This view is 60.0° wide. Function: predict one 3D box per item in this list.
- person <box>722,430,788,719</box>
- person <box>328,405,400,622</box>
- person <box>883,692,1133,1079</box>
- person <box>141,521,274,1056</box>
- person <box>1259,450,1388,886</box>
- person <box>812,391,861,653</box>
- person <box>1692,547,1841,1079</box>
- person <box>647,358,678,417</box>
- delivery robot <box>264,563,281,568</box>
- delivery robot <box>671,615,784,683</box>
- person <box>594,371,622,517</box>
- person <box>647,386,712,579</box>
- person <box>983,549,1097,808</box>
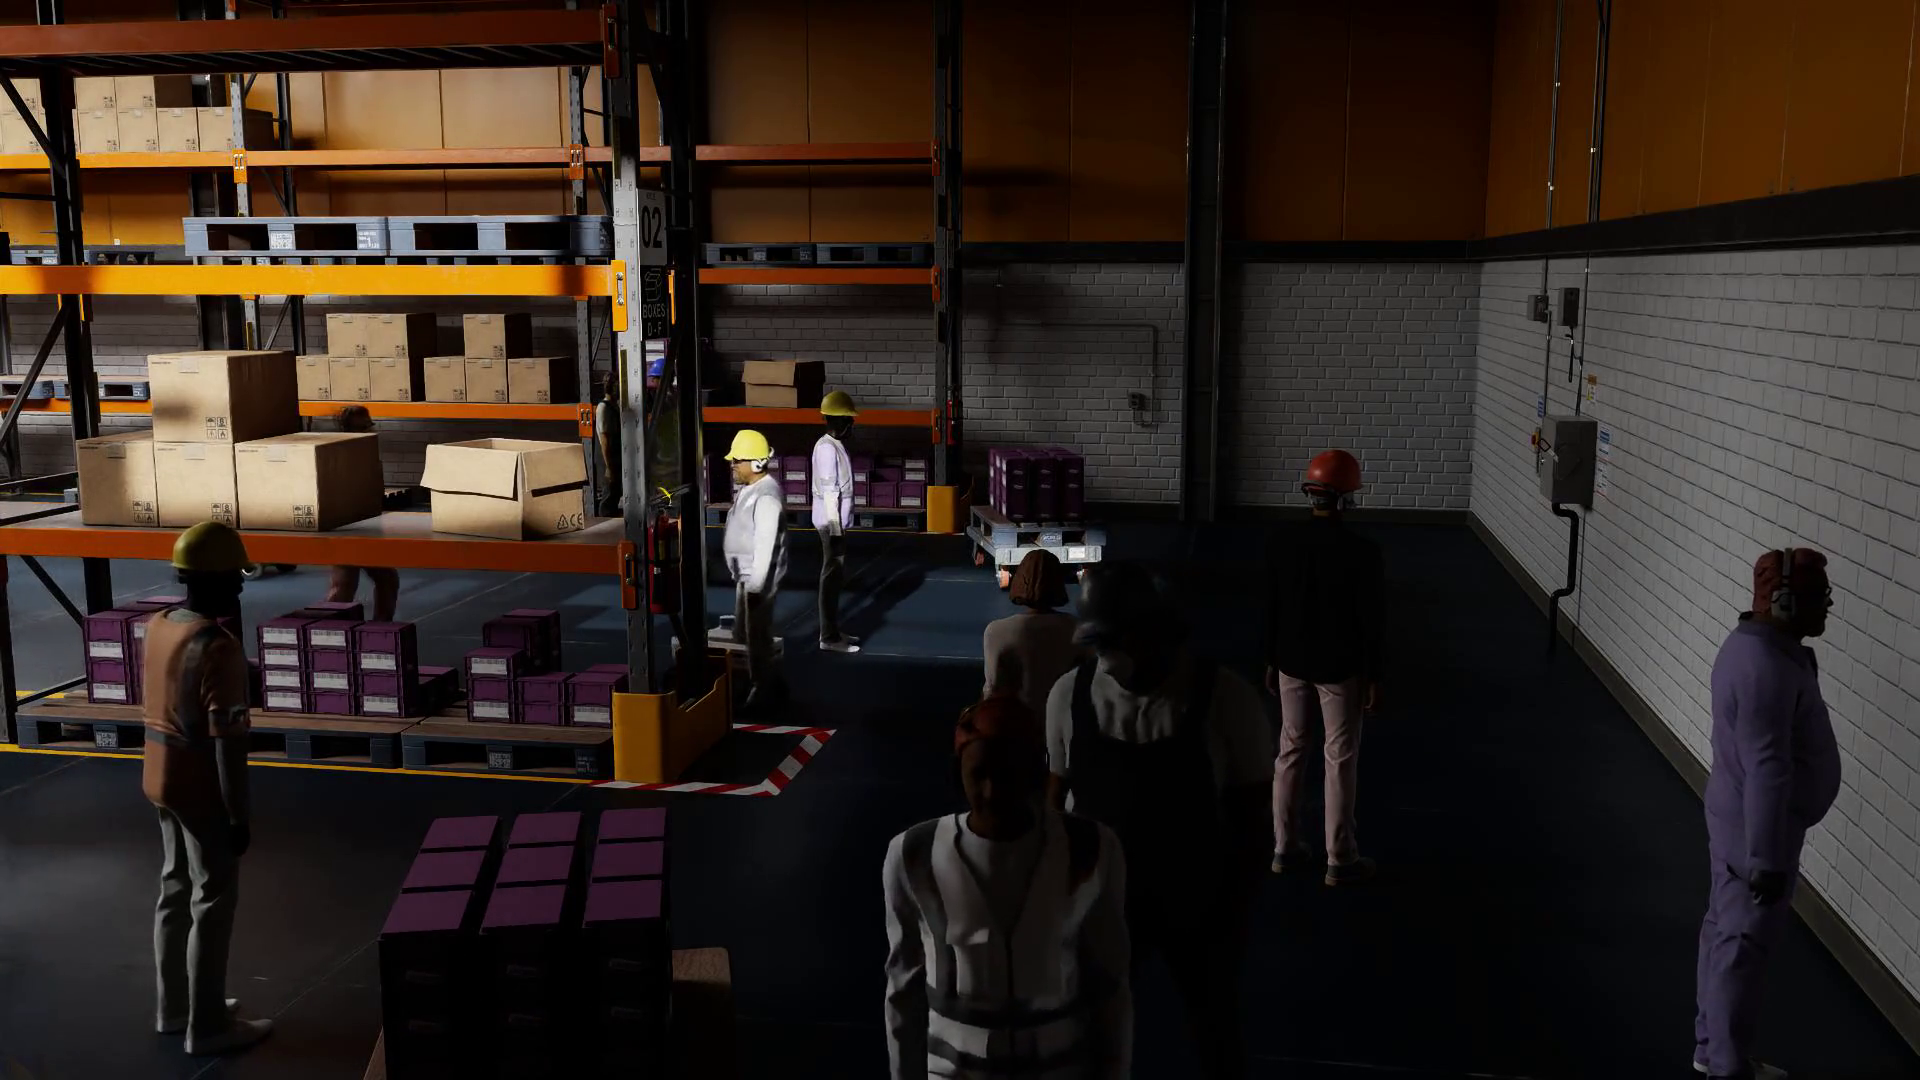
[{"bbox_3d":[-1.291,0.212,10.456,0.419,1.821,0.620,-3,10,-17],"label":"person"},{"bbox_3d":[-4.247,-0.021,11.757,0.733,1.865,0.679,1,9,8],"label":"person"},{"bbox_3d":[0.110,1.249,3.948,0.574,1.852,0.909,0,9,-1],"label":"person"},{"bbox_3d":[-2.704,0.886,6.010,0.584,1.912,0.438,7,12,37],"label":"person"},{"bbox_3d":[1.672,0.580,7.626,0.623,1.993,0.385,8,12,40],"label":"person"},{"bbox_3d":[-0.908,-0.137,12.282,0.366,1.926,0.594,0,9,-2],"label":"person"},{"bbox_3d":[2.679,0.965,5.514,0.399,1.909,0.642,3,10,20],"label":"person"},{"bbox_3d":[-2.884,-0.822,16.467,0.404,1.948,0.605,1,9,5],"label":"person"},{"bbox_3d":[-6.558,0.012,15.315,0.707,0.478,0.477,4,10,23],"label":"delivery robot"},{"bbox_3d":[-1.510,0.734,10.837,0.707,0.478,0.477,4,10,21],"label":"delivery robot"},{"bbox_3d":[-3.383,-0.727,16.221,0.343,1.839,0.506,0,9,-1],"label":"person"},{"bbox_3d":[-2.643,-0.495,14.920,0.853,1.798,0.692,6,11,32],"label":"person"},{"bbox_3d":[0.338,0.848,7.082,0.507,1.633,0.278,-2,9,-12],"label":"person"}]
